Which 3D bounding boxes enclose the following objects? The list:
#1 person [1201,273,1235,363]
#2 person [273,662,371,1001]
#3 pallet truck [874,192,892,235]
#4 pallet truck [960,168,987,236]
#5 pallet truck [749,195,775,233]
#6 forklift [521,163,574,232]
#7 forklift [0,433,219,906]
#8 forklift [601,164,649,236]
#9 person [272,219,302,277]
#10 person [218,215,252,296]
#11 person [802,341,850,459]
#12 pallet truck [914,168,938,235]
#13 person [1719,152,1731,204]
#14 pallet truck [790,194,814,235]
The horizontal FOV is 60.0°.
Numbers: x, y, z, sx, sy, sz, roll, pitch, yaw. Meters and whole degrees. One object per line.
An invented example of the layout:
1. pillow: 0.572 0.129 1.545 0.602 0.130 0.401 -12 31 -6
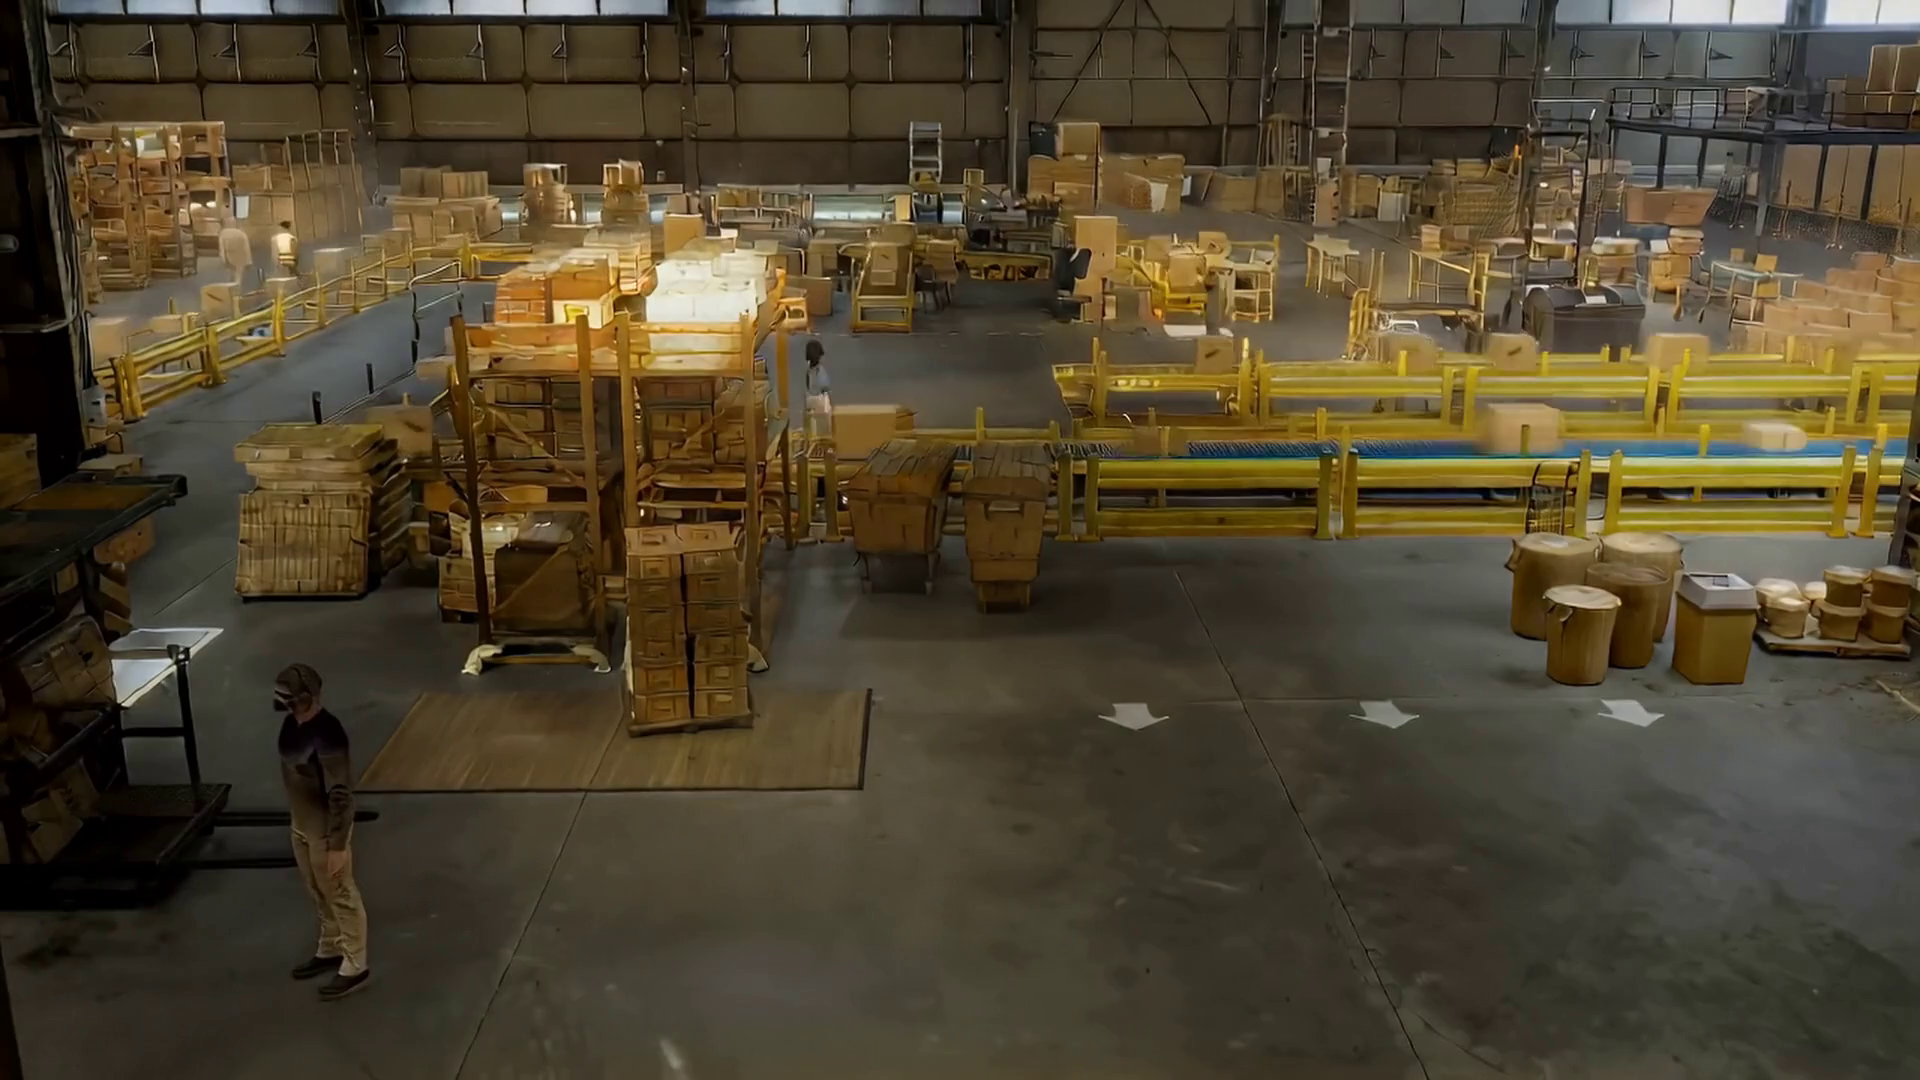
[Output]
1. person: 4.237 -3.580 27.637 0.854 1.699 0.531 3 16 9
2. person: -3.554 1.593 9.216 0.362 1.939 0.635 -14 21 -41
3. pallet truck: -2.277 -9.986 50.594 0.653 1.274 1.630 0 16 -1
4. pallet truck: 0.383 -10.230 50.206 0.823 1.965 1.885 -1 16 -3
5. pallet truck: -6.051 -9.967 50.660 0.680 1.201 1.601 0 16 -1
6. forklift: -12.233 -10.122 49.298 1.157 1.987 2.680 0 16 -1
7. forklift: -5.952 0.780 10.366 1.873 2.768 1.129 0 16 -1
8. forklift: -9.948 -10.127 49.296 1.157 1.987 2.680 -1 16 -3
9. person: -14.461 -6.009 35.891 0.626 1.788 0.890 0 16 0
10. person: -15.623 -6.026 35.803 0.634 1.884 0.842 3 16 12
11. person: -1.775 -1.724 21.246 0.877 1.659 0.532 -6 17 -18
12. pallet truck: -0.989 -10.316 50.507 0.823 1.965 1.885 1 16 3
13. person: 28.198 -13.325 61.228 0.361 1.859 0.651 8 18 26
14. pallet truck: -4.814 -9.883 50.259 0.704 1.261 1.522 -1 16 -3
